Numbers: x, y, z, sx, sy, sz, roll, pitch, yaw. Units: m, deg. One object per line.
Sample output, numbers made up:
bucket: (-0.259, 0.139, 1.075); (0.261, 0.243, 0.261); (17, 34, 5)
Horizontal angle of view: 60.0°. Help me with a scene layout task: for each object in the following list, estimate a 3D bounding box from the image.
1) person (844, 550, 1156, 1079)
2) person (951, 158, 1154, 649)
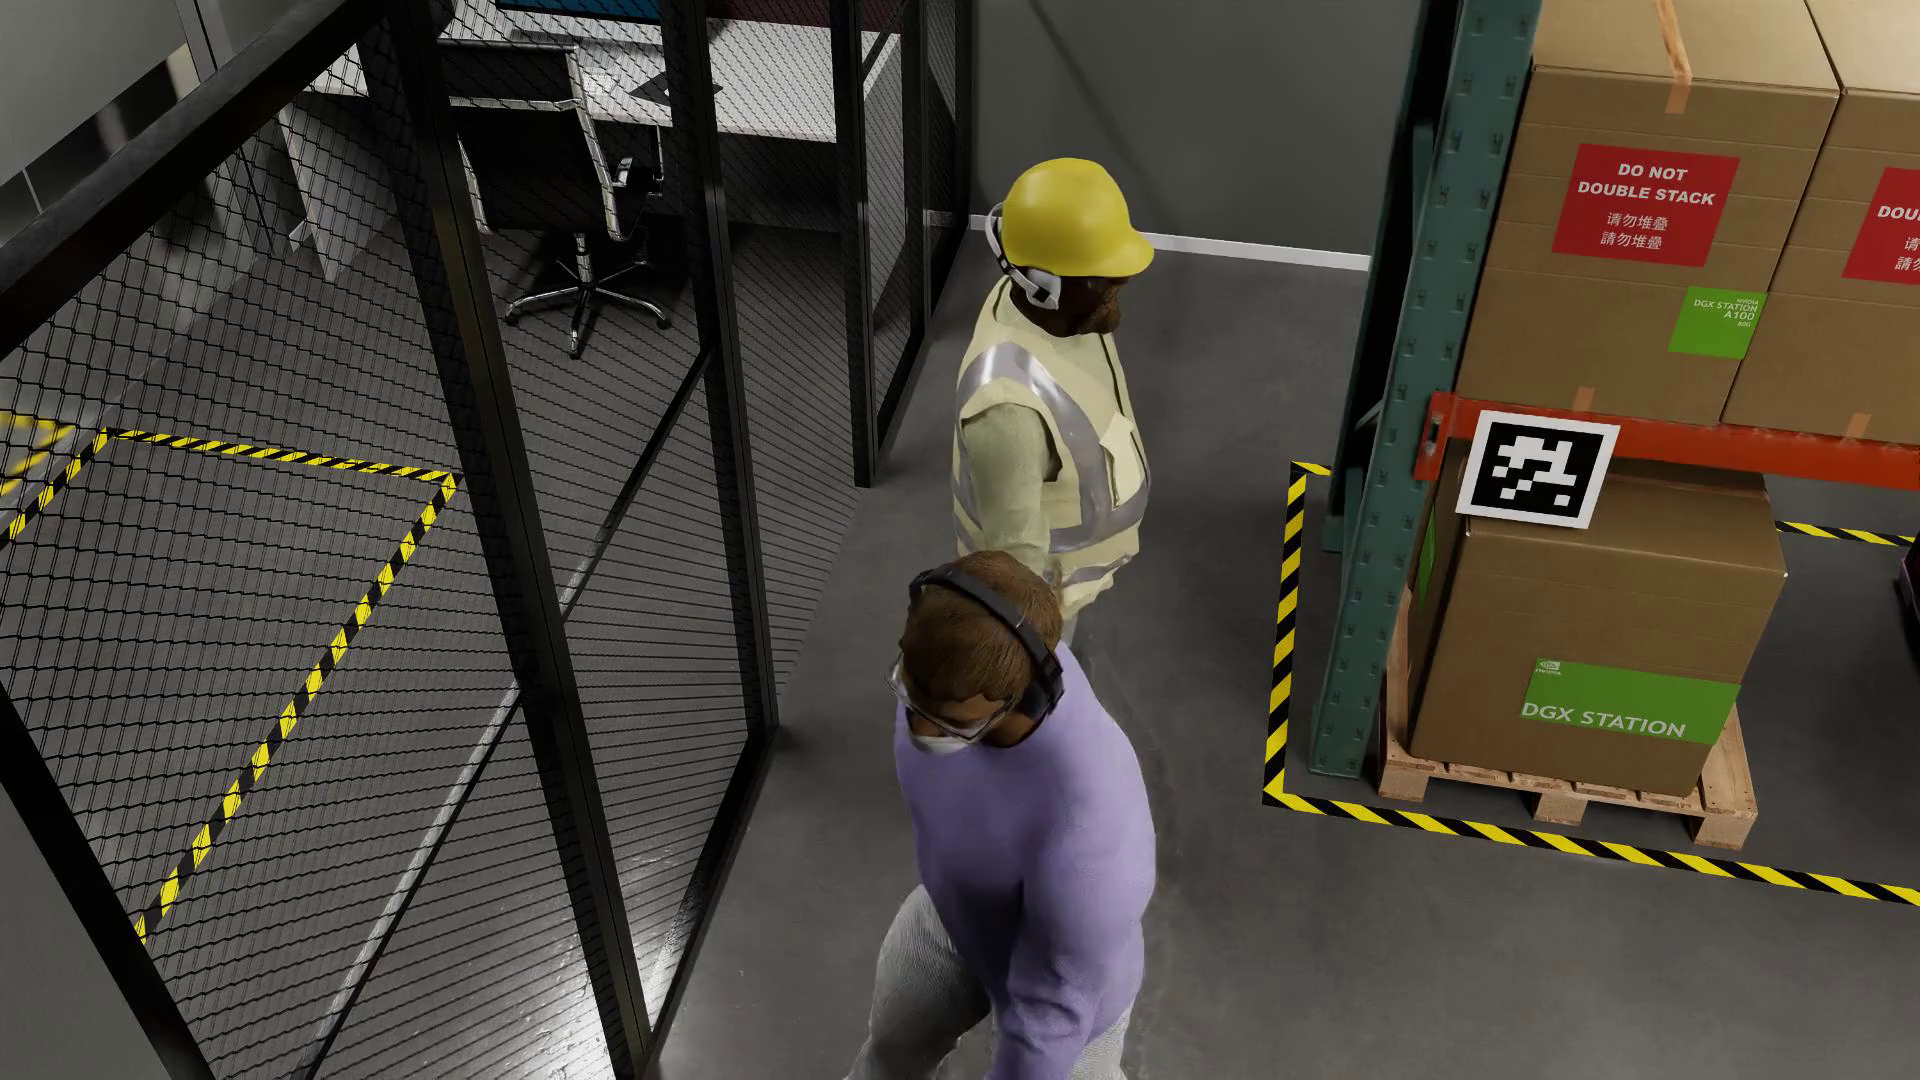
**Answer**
person: (0.010, 0.716, 2.720); (0.905, 1.883, 0.657); (-16, 44, -18)
person: (0.190, 0.016, 3.559); (0.404, 1.831, 0.601); (7, 42, 8)
